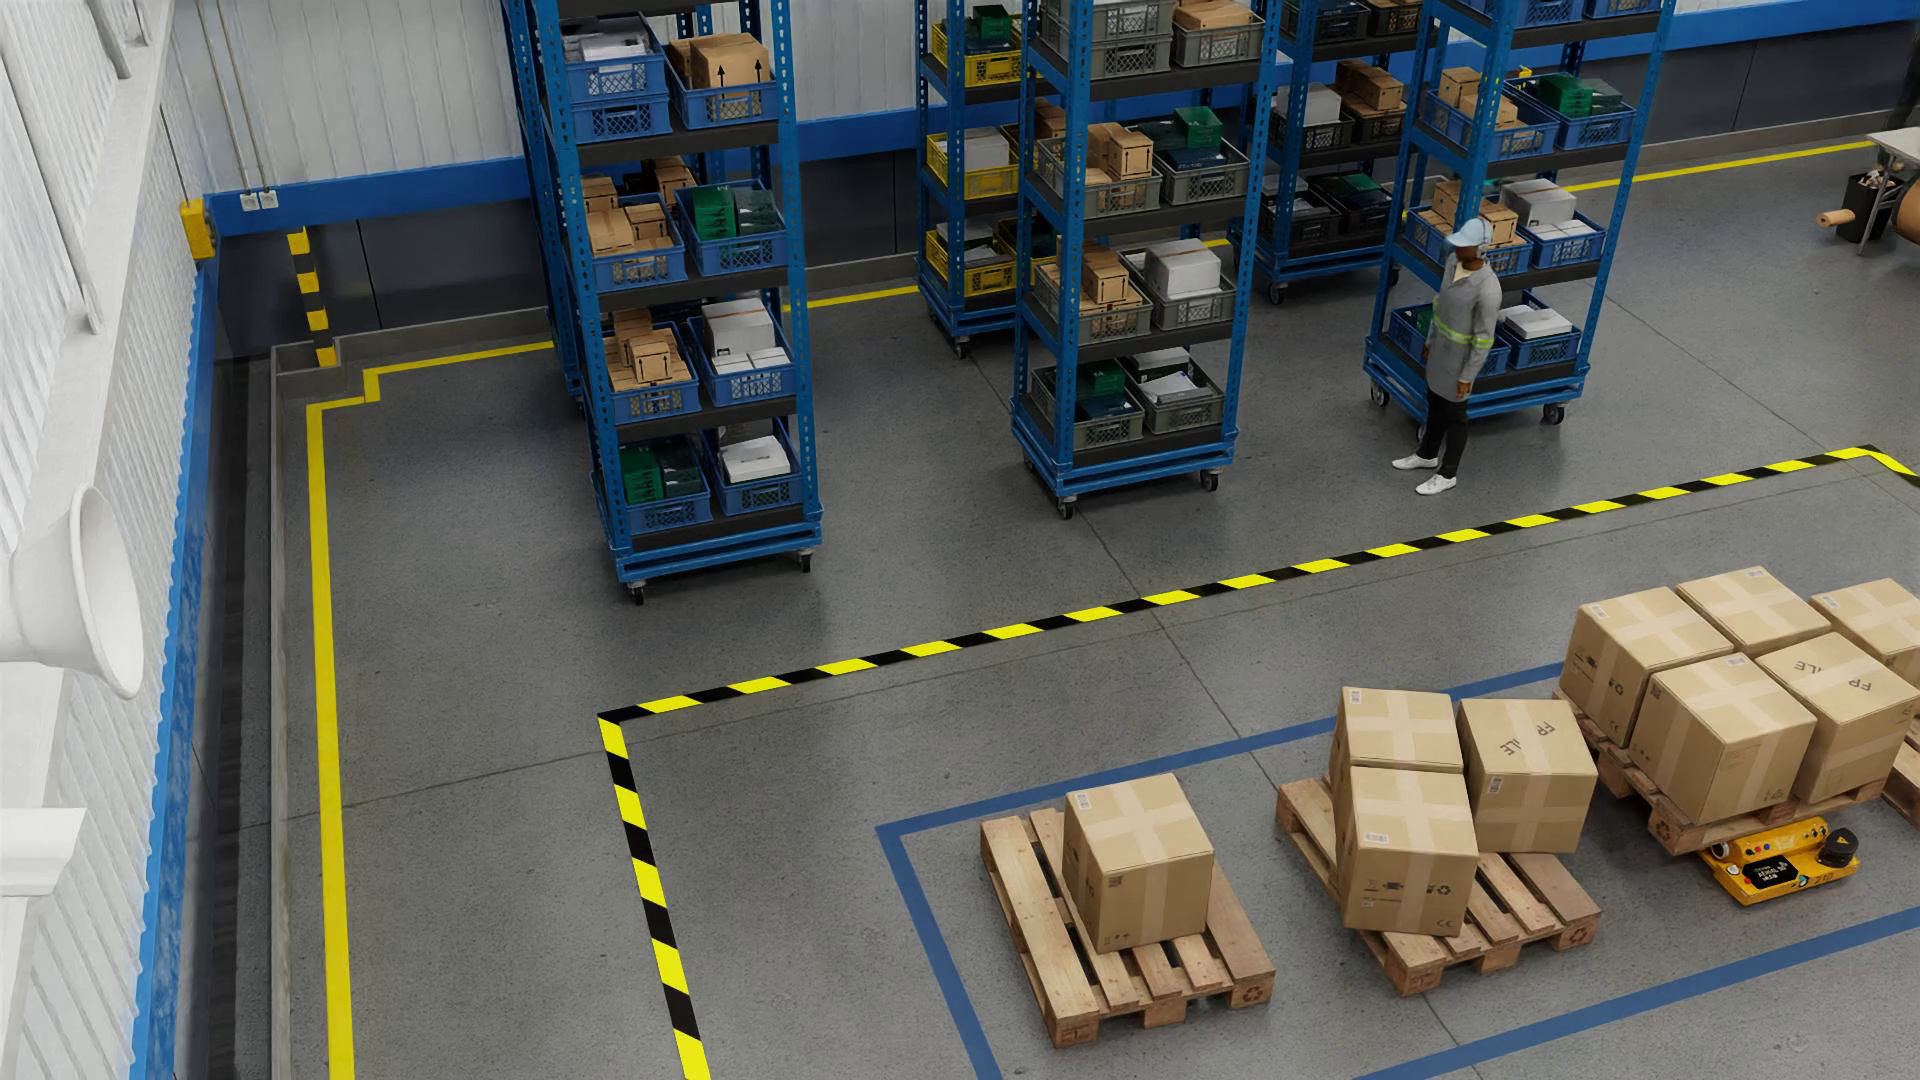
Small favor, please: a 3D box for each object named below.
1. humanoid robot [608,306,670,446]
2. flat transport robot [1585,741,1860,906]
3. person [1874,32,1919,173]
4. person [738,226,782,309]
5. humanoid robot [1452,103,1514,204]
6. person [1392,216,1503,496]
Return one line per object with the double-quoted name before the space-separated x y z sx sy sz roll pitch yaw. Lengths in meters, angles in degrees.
"humanoid robot" -1.965 -1.101 10.423 0.544 1.663 0.601 -9 36 -13
"flat transport robot" 3.738 1.188 8.347 0.652 0.197 1.431 -11 37 -15
"person" 8.543 -4.066 14.468 0.761 1.822 0.539 -9 36 -13
"person" -1.233 -1.205 10.496 0.383 1.724 0.524 4 35 6
"humanoid robot" 3.972 -2.475 12.315 1.046 1.748 0.555 -18 39 -23
"person" 3.040 -1.142 10.301 0.369 1.853 0.588 -8 36 -11
